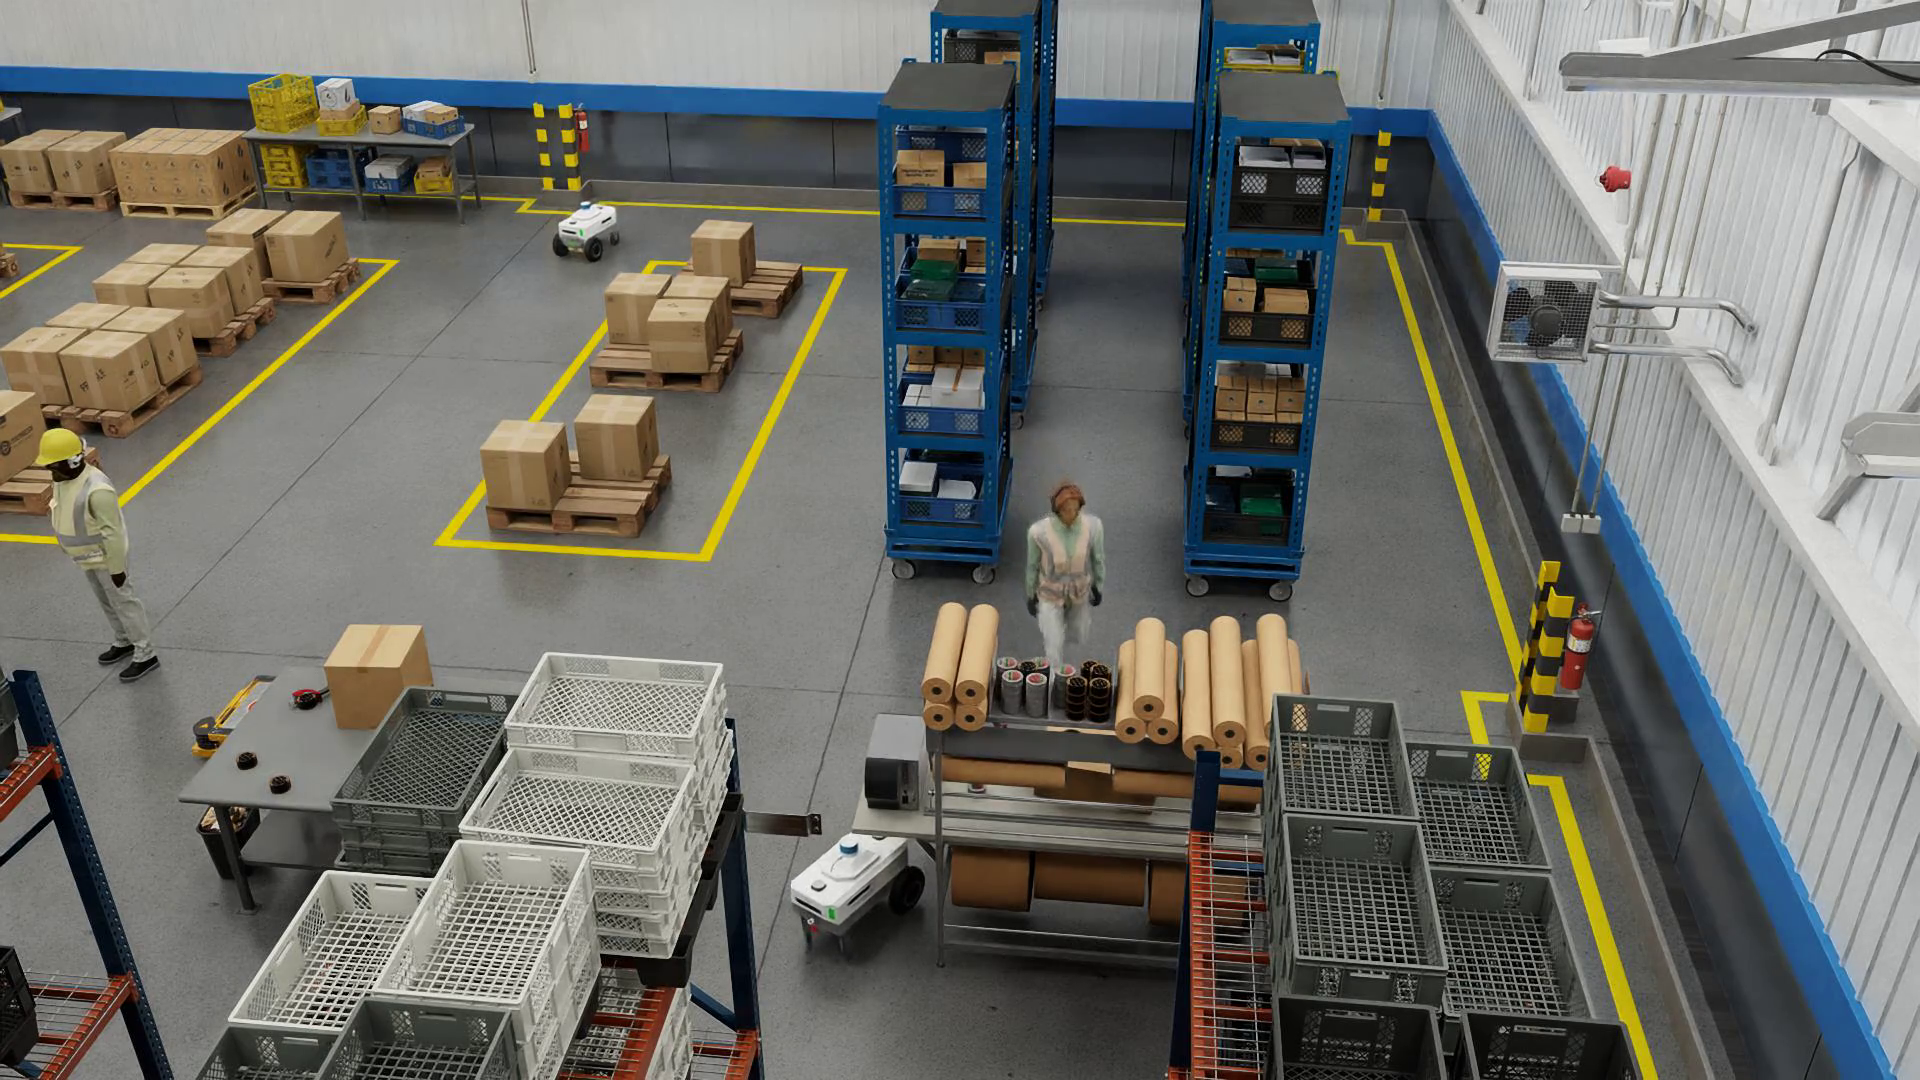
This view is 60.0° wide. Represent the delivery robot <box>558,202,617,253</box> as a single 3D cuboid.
[{"bbox_3d":[-4.075,-3.458,18.209,0.477,0.478,0.707,12,32,20],"label":"delivery robot"}]

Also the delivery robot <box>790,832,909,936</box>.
[{"bbox_3d":[-0.604,1.836,9.122,0.477,0.478,0.707,20,36,31],"label":"delivery robot"}]

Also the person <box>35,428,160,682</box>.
[{"bbox_3d":[-5.706,0.077,10.983,0.595,1.823,0.403,23,37,33],"label":"person"}]

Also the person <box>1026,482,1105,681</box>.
[{"bbox_3d":[0.660,0.309,10.789,0.521,1.618,0.641,-6,31,-11],"label":"person"}]
